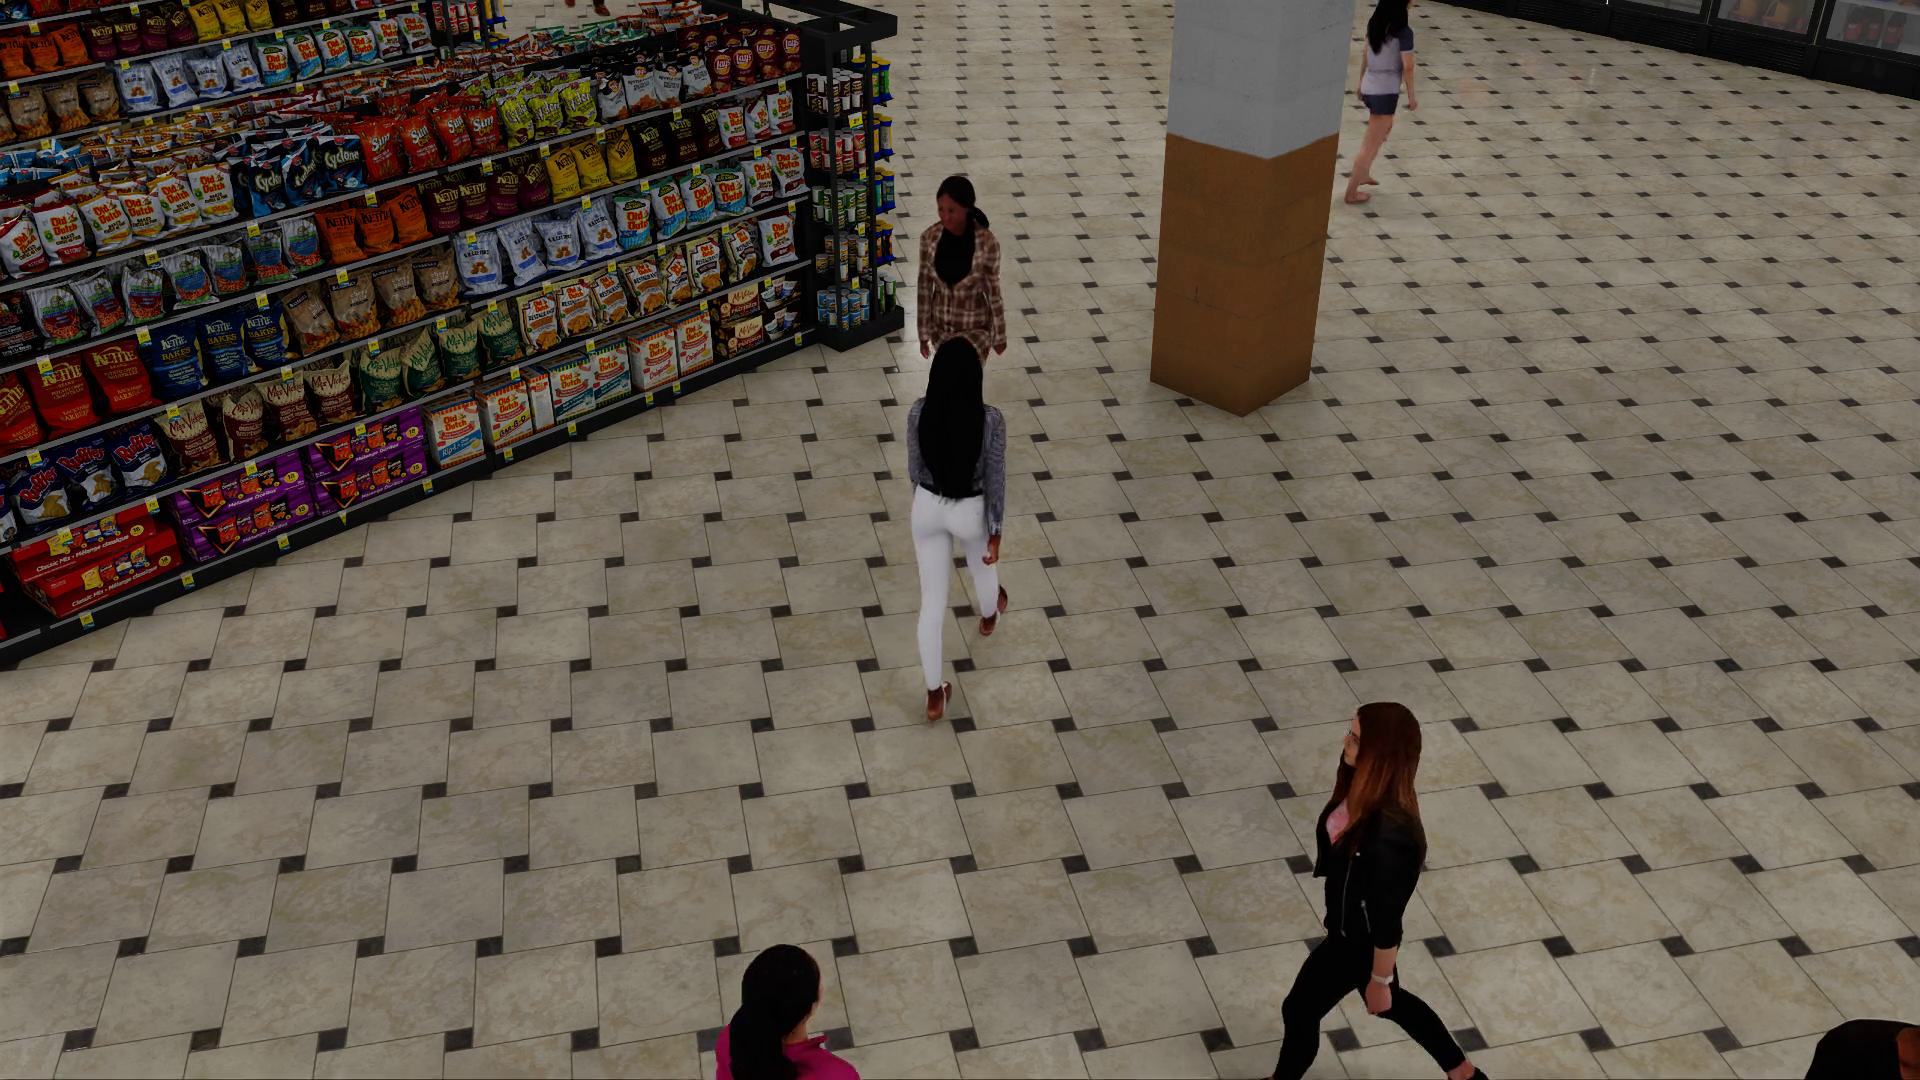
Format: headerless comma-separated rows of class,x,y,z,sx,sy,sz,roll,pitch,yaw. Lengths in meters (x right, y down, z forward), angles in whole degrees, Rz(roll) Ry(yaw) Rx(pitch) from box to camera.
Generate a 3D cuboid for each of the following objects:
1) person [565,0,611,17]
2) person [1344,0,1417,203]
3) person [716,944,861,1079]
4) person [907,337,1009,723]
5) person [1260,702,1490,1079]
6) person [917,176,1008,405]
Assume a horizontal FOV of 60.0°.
person,-4.019,-6.387,17.190,1.234,1.792,1.024,-14,35,-22
person,3.062,-3.303,12.339,0.766,1.680,0.704,-15,35,-22
person,-0.465,1.750,4.236,0.874,1.661,1.204,13,34,20
person,-0.052,-0.005,7.045,1.023,1.673,1.209,6,32,9
person,1.322,1.215,5.081,1.106,1.677,1.139,4,32,7
person,0.028,-1.066,8.696,0.847,1.731,1.187,12,34,19
